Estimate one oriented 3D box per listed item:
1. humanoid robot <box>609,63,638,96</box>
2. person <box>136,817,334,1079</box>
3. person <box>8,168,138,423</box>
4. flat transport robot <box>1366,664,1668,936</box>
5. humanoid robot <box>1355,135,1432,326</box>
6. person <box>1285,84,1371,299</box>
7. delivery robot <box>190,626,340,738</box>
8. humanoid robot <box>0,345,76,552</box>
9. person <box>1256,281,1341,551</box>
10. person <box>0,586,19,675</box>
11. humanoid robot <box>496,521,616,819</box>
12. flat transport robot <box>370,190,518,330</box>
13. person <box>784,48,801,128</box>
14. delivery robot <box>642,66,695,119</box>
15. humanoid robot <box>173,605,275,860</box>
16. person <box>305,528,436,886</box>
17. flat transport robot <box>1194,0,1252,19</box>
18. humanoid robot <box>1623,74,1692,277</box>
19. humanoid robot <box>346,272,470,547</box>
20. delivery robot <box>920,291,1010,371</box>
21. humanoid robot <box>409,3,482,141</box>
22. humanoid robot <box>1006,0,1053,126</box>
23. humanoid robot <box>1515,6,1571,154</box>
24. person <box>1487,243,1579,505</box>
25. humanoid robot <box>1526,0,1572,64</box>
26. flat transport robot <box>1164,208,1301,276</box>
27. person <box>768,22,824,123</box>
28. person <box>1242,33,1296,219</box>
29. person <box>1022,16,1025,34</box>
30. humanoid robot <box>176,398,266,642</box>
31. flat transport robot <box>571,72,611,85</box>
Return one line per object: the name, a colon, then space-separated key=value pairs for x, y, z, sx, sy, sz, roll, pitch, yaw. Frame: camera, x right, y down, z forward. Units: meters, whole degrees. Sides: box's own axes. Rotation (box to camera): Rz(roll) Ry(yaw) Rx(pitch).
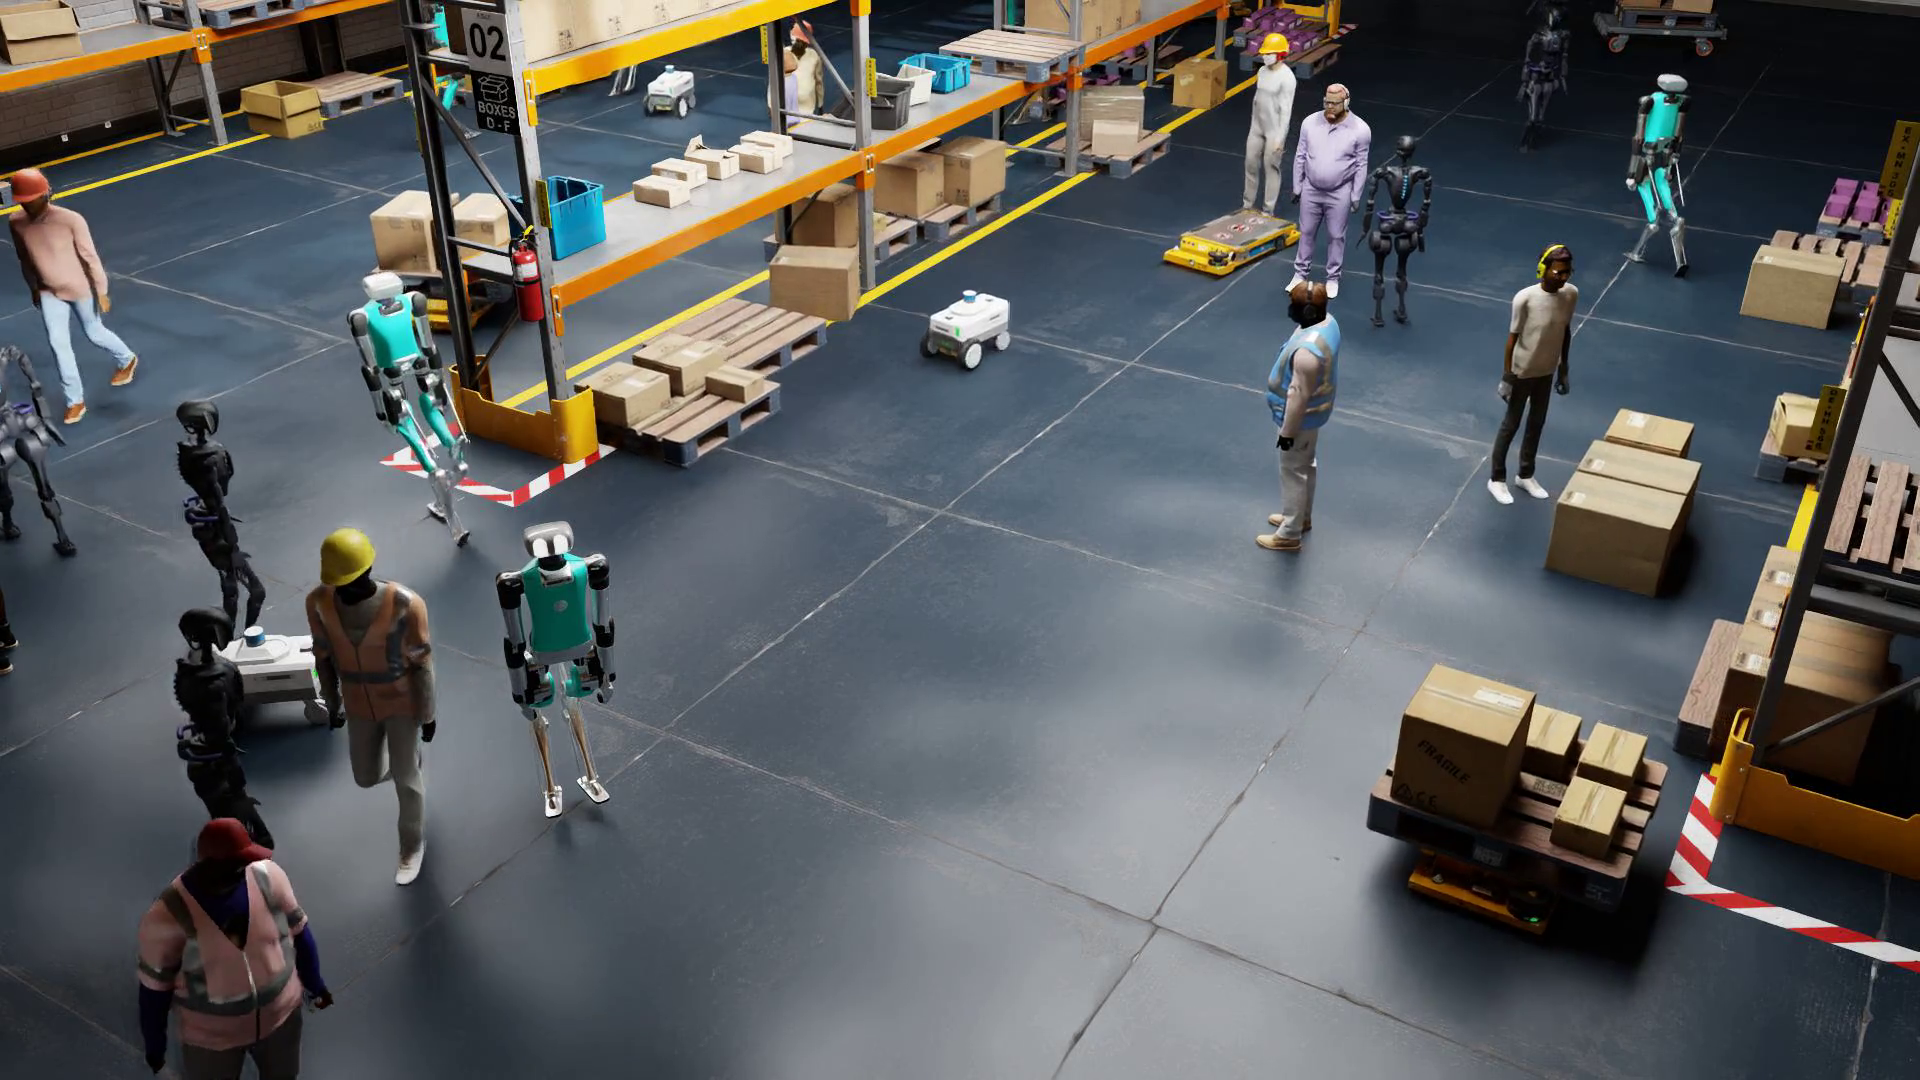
humanoid robot: x=-4.284 y=-6.455 z=20.860 sx=0.540 sy=1.776 sz=0.773 roll=20 pitch=35 yaw=31
person: x=-2.751 y=1.808 z=6.282 sx=0.719 sy=1.724 sz=0.417 roll=-24 pitch=37 yaw=-35
person: x=-6.789 y=-1.954 z=12.702 sx=0.641 sy=1.946 sz=0.926 roll=0 pitch=29 yaw=1
flat transport robot: x=2.820 y=1.416 z=8.437 sx=0.659 sy=0.231 sz=1.431 roll=17 pitch=34 yaw=27
humanoid robot: x=3.685 y=-2.633 z=14.165 sx=0.586 sy=1.657 sz=0.365 roll=-1 pitch=30 yaw=-2
person: x=3.245 y=-3.085 z=14.737 sx=0.650 sy=1.905 sz=0.406 roll=14 pitch=32 yaw=23
delivery robot: x=-3.917 y=0.770 z=9.309 sx=0.811 sy=0.613 sz=0.499 roll=-4 pitch=30 yaw=-8
humanoid robot: x=-6.180 y=-0.702 z=10.792 sx=0.732 sy=1.624 sz=0.616 roll=23 pitch=37 yaw=34
person: x=2.193 y=-0.807 z=10.783 sx=0.428 sy=1.836 sz=0.625 roll=12 pitch=31 yaw=19
person: x=-5.771 y=-0.131 z=9.465 sx=0.379 sy=1.961 sz=0.605 roll=-9 pitch=31 yaw=-16
humanoid robot: x=-2.021 y=0.575 z=8.296 sx=0.533 sy=1.677 sz=0.735 roll=-13 pitch=32 yaw=-22
flat transport robot: x=-4.431 y=-2.230 z=14.886 sx=0.659 sy=0.231 sz=1.431 roll=5 pitch=30 yaw=8
person: x=-1.760 y=-4.183 z=16.953 sx=0.287 sy=1.633 sz=0.496 roll=3 pitch=30 yaw=6
delivery robot: x=-3.538 y=-5.500 z=20.374 sx=0.499 sy=0.589 sz=0.790 roll=8 pitch=30 yaw=13
humanoid robot: x=-3.428 y=1.053 z=7.659 sx=0.448 sy=1.639 sz=0.613 roll=-18 pitch=34 yaw=-29
person: x=-2.759 y=0.728 z=8.002 sx=0.588 sy=1.906 sz=0.619 roll=2 pitch=30 yaw=4
flat transport robot: x=3.639 y=-8.042 z=25.168 sx=1.431 sy=0.231 sz=0.659 roll=-13 pitch=32 yaw=-22
humanoid robot: x=6.563 y=-3.296 z=15.324 sx=0.558 sy=1.811 sz=0.904 roll=-9 pitch=31 yaw=-15
humanoid robot: x=-3.490 y=-0.795 z=10.932 sx=0.556 sy=1.857 sz=0.855 roll=-25 pitch=38 yaw=-37
delivery robot: x=0.080 y=-1.776 z=13.778 sx=0.499 sy=0.580 sz=0.756 roll=23 pitch=36 yaw=34
humanoid robot: x=-5.979 y=-5.289 z=18.865 sx=0.536 sy=1.778 sz=1.034 roll=20 pitch=35 yaw=32
humanoid robot: x=0.851 y=-5.752 z=19.614 sx=0.881 sy=1.767 sz=0.599 roll=10 pitch=31 yaw=18
humanoid robot: x=6.525 y=-5.142 z=18.617 sx=0.613 sy=1.644 sz=0.353 roll=-9 pitch=31 yaw=-15
person: x=3.907 y=-1.125 z=11.316 sx=0.495 sy=1.866 sz=0.325 roll=-10 pitch=31 yaw=-17
humanoid robot: x=7.928 y=-7.133 z=22.180 sx=0.645 sy=1.634 sz=0.608 roll=-5 pitch=30 yaw=-8
flat transport robot: x=2.652 y=-2.885 z=16.044 sx=0.659 sy=0.231 sz=1.431 roll=24 pitch=37 yaw=36
person: x=-1.748 y=-4.701 z=17.806 sx=0.591 sy=1.696 sz=0.850 roll=-2 pitch=30 yaw=-4
person: x=3.050 y=-4.051 z=16.468 sx=0.412 sy=1.891 sz=0.589 roll=-18 pitch=34 yaw=-29
person: x=1.159 y=-8.156 z=23.799 sx=0.551 sy=1.813 sz=0.691 roll=16 pitch=33 yaw=26
humanoid robot: x=-4.291 y=-0.063 z=9.628 sx=0.331 sy=1.650 sz=0.596 roll=-17 pitch=34 yaw=-28
flat transport robot: x=-5.367 y=-6.265 z=22.024 sx=1.431 sy=0.231 sz=0.659 roll=20 pitch=35 yaw=31
